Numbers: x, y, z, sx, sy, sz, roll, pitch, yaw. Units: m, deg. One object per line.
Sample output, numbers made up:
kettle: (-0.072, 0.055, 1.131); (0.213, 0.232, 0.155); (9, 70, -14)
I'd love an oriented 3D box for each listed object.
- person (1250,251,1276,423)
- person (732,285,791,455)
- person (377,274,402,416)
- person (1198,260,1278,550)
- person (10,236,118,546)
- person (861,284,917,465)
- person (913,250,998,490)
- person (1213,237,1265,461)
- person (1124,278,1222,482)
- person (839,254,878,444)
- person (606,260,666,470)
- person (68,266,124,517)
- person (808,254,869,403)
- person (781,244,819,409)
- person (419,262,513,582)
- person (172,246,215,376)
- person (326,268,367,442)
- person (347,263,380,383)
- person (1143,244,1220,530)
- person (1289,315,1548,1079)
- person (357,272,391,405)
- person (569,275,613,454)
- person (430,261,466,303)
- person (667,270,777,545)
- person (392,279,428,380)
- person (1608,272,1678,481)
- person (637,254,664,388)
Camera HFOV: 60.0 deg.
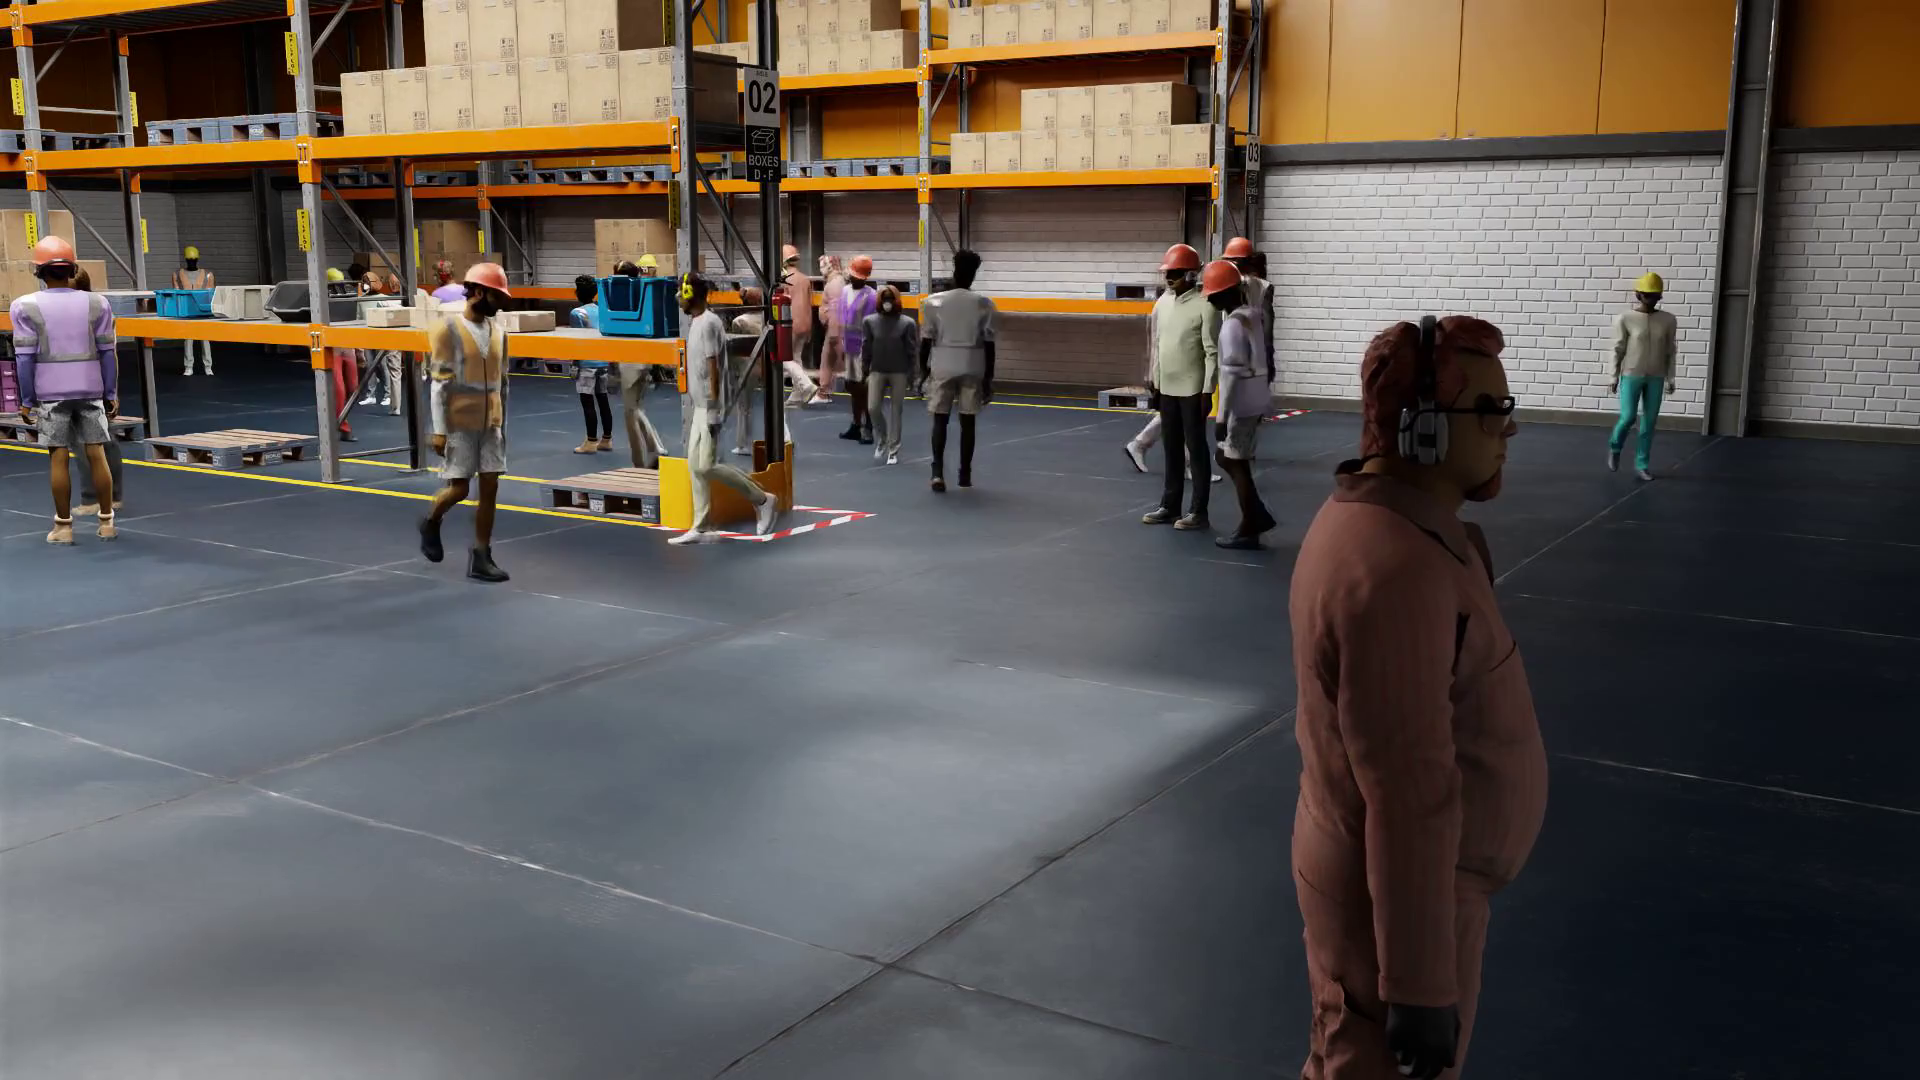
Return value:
person: (3.200, -2.189, 18.146); (0.463, 1.900, 0.613); (-6, 12, -30)
person: (-1.858, -1.560, 15.462); (0.506, 1.611, 0.788); (-7, 12, -33)
person: (-6.446, -2.248, 19.200); (0.511, 1.641, 0.308); (-6, 12, -28)
person: (1.778, -0.860, 10.800); (0.463, 1.892, 0.635); (4, 11, 22)
person: (-5.923, -0.980, 11.043); (0.608, 2.048, 0.365); (-9, 14, -41)
person: (-0.644, -1.489, 15.016); (0.518, 1.621, 0.335); (1, 10, 6)
person: (-0.030, -1.345, 13.411); (0.696, 1.945, 0.472); (0, 10, 0)
person: (2.536, -1.722, 15.155); (0.377, 2.047, 0.605); (6, 12, 31)
person: (1.812, -1.448, 14.136); (0.917, 1.874, 0.639); (6, 12, 29)
person: (-1.061, -1.898, 16.600); (0.356, 1.896, 0.729); (-8, 13, -37)
person: (-2.798, -1.447, 14.169); (0.397, 1.852, 0.564); (6, 12, 31)
person: (-6.424, -1.095, 12.247); (0.334, 1.845, 0.517); (5, 11, 25)
person: (-1.452, -2.591, 20.518); (0.910, 1.862, 0.707); (0, 10, -2)
person: (-1.957, -2.538, 19.875); (0.578, 1.973, 0.644); (6, 12, 32)
person: (-2.963, -0.709, 9.965); (0.664, 1.894, 0.574); (8, 13, 38)
person: (-11.430, -3.413, 24.852); (0.585, 1.930, 0.366); (-4, 11, -21)
person: (-6.335, -1.880, 16.857); (0.692, 1.745, 0.526); (8, 13, 37)
person: (-8.492, -3.055, 23.503); (0.540, 1.697, 0.317); (-1, 10, -6)
person: (1.557, -1.068, 11.675); (0.396, 1.993, 0.617); (-7, 12, -32)
person: (0.732, 0.594, 2.711); (0.407, 1.908, 0.641); (1, 10, 7)
person: (-7.204, -2.470, 20.446); (0.500, 1.633, 0.280); (3, 11, 15)
person: (-3.510, -1.660, 15.781); (0.316, 1.695, 0.541); (5, 11, 25)
person: (-5.492, -2.148, 18.209); (0.837, 1.803, 0.574); (8, 13, 37)
person: (-1.619, -0.876, 11.085); (0.663, 1.822, 0.614); (-4, 11, -22)
person: (-7.765, -3.016, 23.539); (0.500, 1.613, 0.356); (-2, 10, -9)
person: (5.783, -1.380, 14.081); (0.526, 1.757, 0.404); (0, 10, -1)
person: (-4.307, -3.014, 22.941); (0.403, 1.827, 0.595); (1, 10, 7)
